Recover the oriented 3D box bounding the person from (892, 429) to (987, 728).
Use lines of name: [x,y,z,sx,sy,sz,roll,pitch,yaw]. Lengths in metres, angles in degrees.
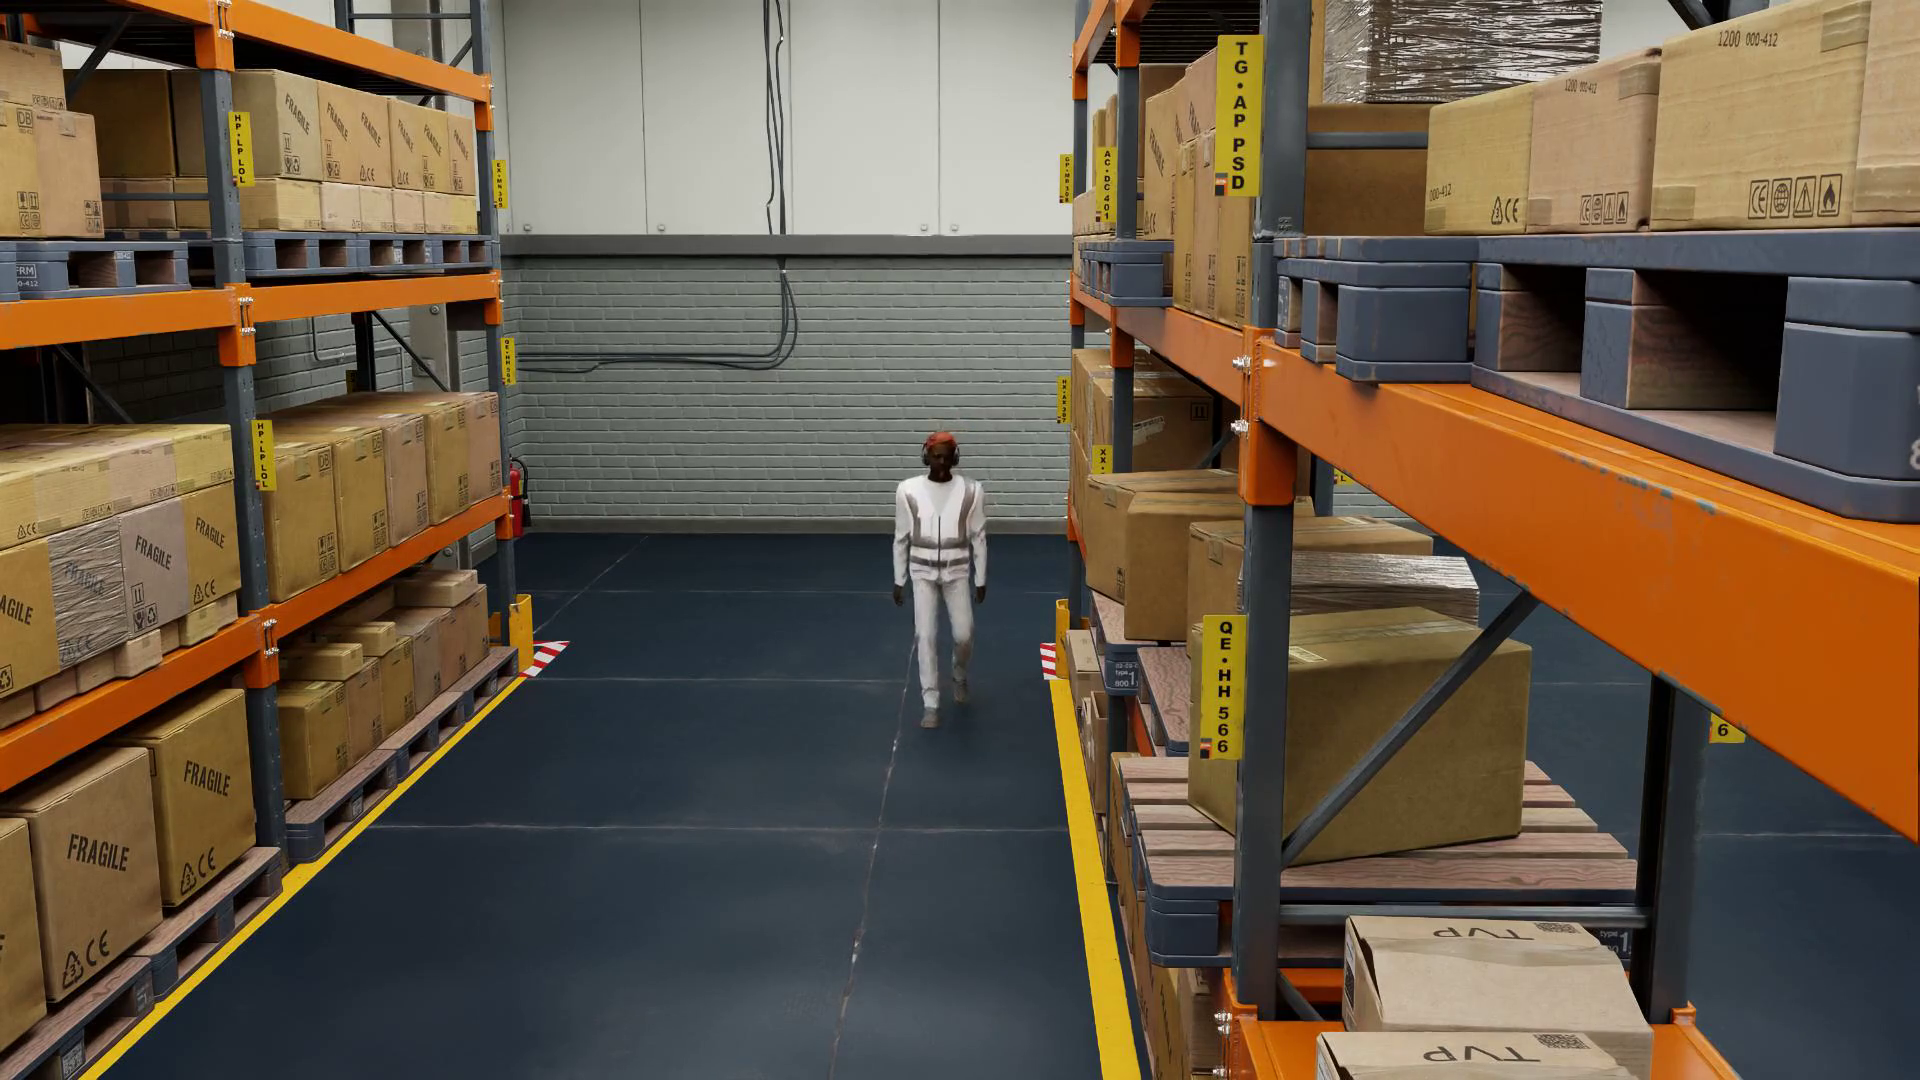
person: [-0.129,0.234,10.564,0.600,1.874,0.545,0,10,1]
